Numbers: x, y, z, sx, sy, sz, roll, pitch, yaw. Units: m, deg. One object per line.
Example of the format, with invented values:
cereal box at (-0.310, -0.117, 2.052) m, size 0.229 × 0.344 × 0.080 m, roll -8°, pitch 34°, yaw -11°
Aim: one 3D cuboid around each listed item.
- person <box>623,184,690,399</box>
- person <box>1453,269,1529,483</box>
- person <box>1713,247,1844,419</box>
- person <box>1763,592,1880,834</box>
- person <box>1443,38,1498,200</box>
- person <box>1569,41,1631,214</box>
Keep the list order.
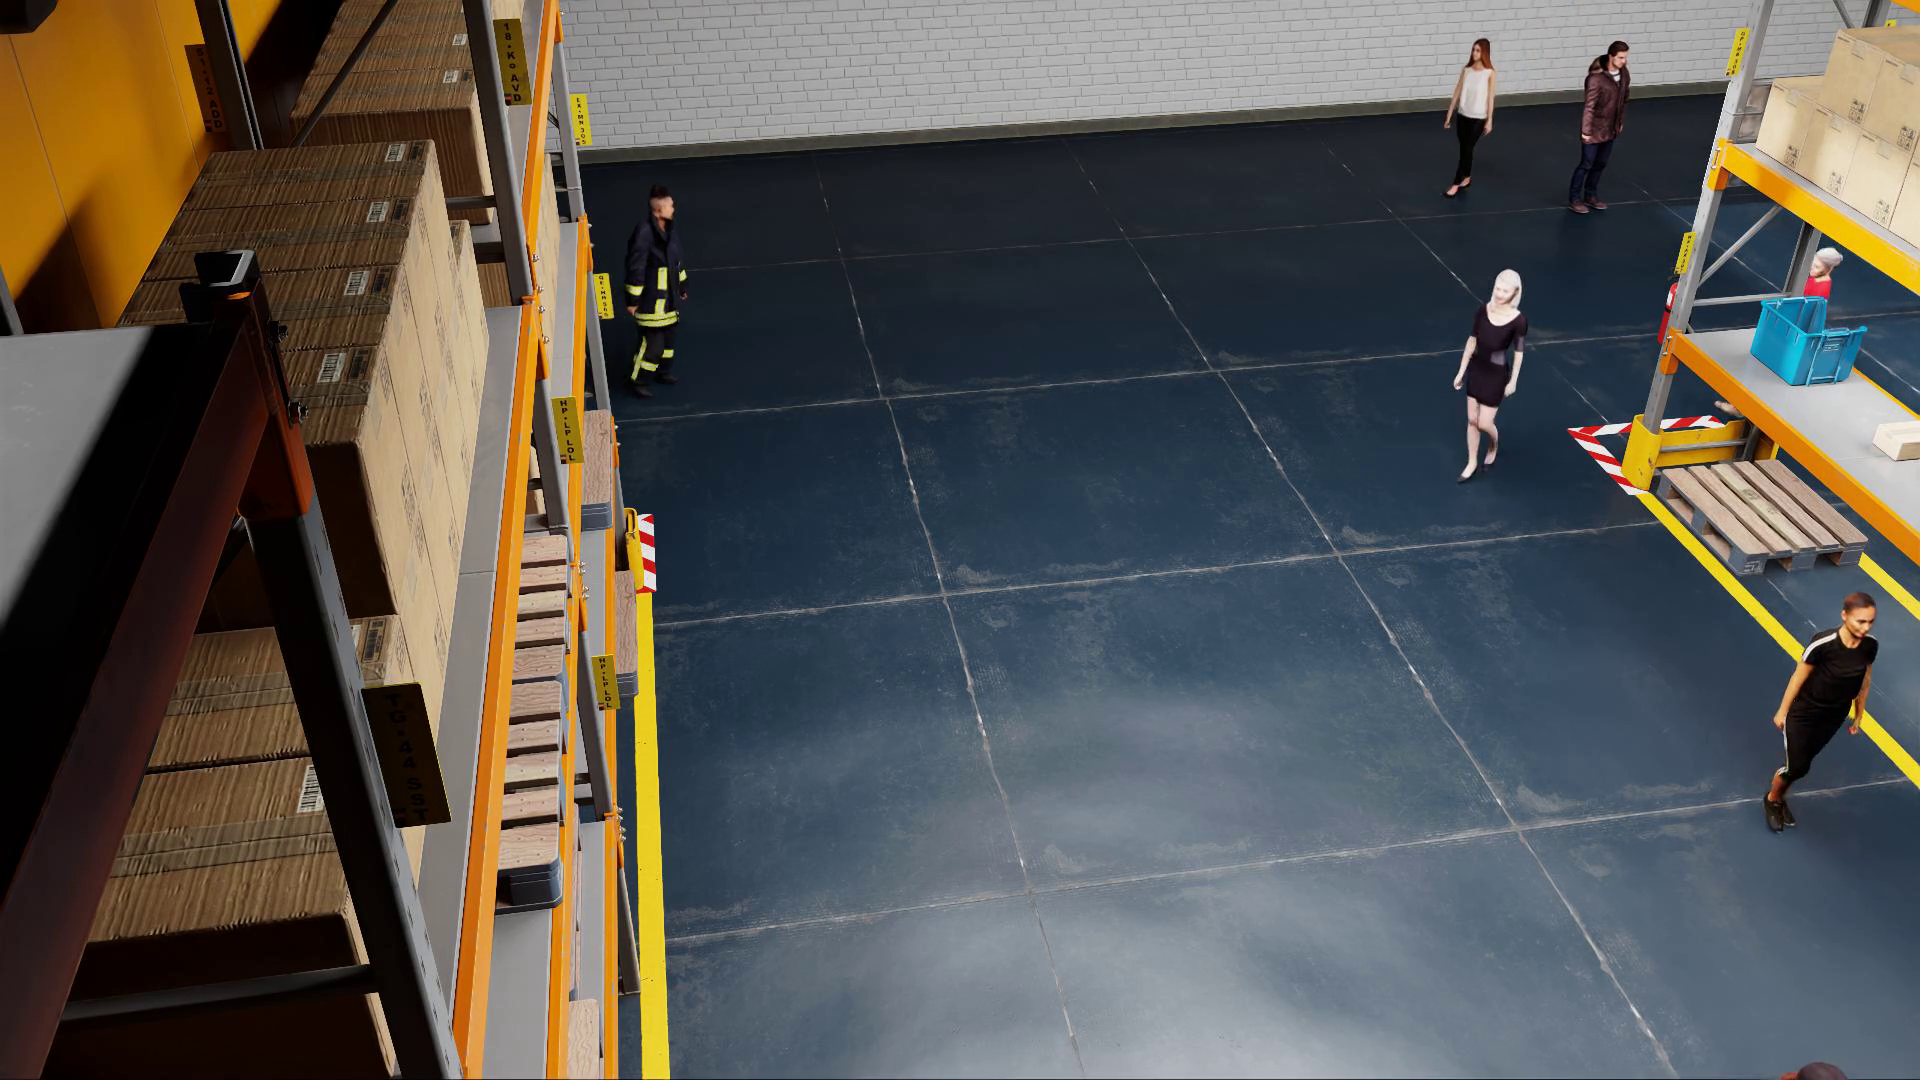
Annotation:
person at (-2.664, -2.127, 14.195) m, size 1.001 × 1.837 × 0.891 m, roll 23°, pitch 40°, yaw 30°
person at (4.161, -1.288, 12.947) m, size 0.800 × 1.821 × 0.741 m, roll -28°, pitch 43°, yaw -35°
person at (6.952, -1.567, 13.518) m, size 1.068 × 1.653 × 1.067 m, roll 18°, pitch 37°, yaw 24°
person at (4.970, 0.947, 9.732) m, size 0.605 × 1.658 × 0.568 m, roll -4°, pitch 34°, yaw -6°
person at (5.592, -4.585, 18.017) m, size 0.927 × 1.700 × 0.937 m, roll -26°, pitch 41°, yaw -33°
person at (6.759, -4.379, 17.578) m, size 0.842 × 1.842 × 0.814 m, roll -19°, pitch 38°, yaw -26°
